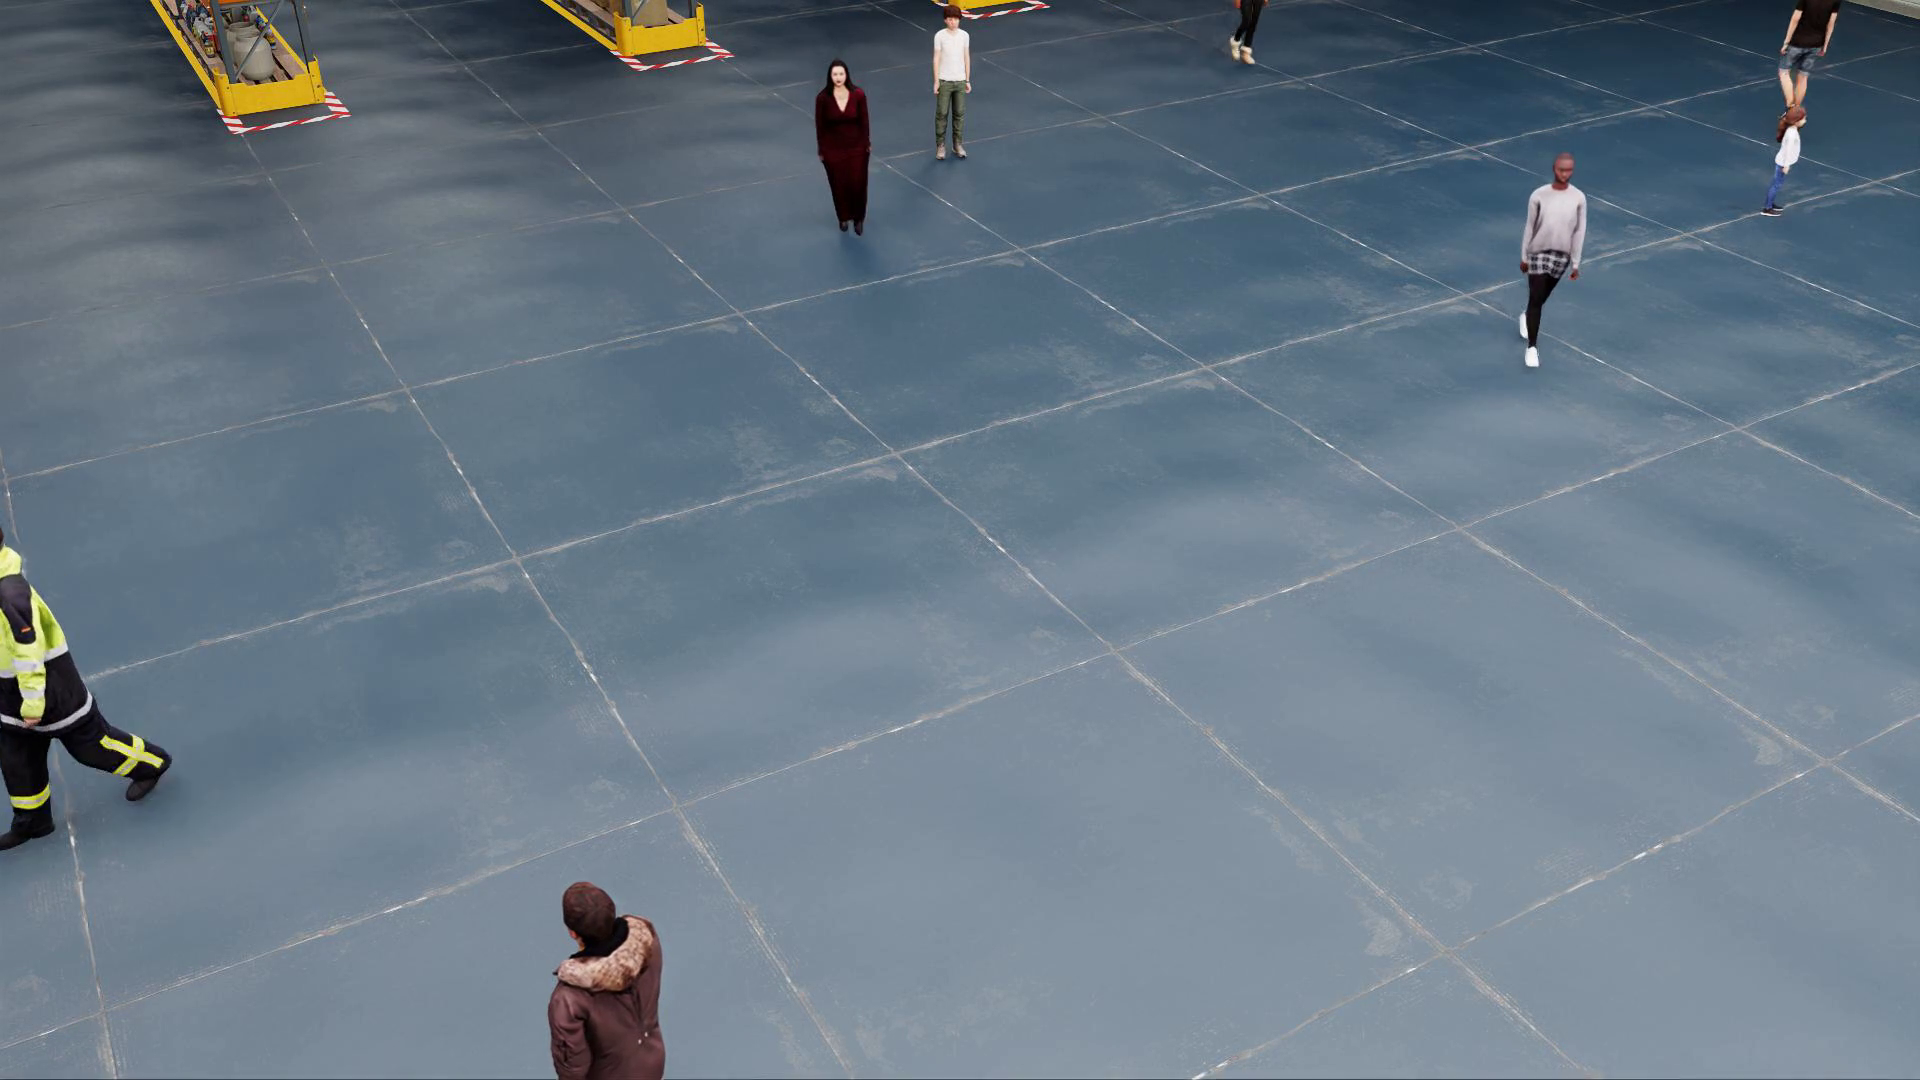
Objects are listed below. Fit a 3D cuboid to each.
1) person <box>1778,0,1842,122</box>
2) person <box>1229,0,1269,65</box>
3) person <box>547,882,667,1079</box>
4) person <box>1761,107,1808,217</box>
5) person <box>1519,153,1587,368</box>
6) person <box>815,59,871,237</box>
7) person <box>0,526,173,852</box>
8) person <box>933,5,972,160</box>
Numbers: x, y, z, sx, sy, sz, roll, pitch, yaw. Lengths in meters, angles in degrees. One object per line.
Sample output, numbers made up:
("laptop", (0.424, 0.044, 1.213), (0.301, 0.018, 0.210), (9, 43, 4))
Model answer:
("person", (9.718, -5.650, 19.053), (0.859, 1.835, 0.912), (2, 32, 3))
("person", (3.699, -6.979, 21.332), (0.611, 1.650, 0.661), (-13, 34, -19))
("person", (-1.390, 2.107, 6.745), (0.869, 1.847, 0.863), (16, 36, 24))
("person", (8.372, -3.863, 16.897), (0.579, 1.112, 0.527), (14, 35, 20))
("person", (4.950, -2.414, 14.009), (1.077, 1.742, 1.227), (4, 32, 6))
("person", (-1.141, -3.867, 16.313), (0.848, 1.742, 0.911), (-2, 32, -4))
("person", (-4.819, 0.718, 8.852), (1.279, 1.947, 1.134), (23, 39, 32))
("person", (-0.095, -5.036, 18.248), (0.634, 1.654, 0.619), (-7, 33, -11))
